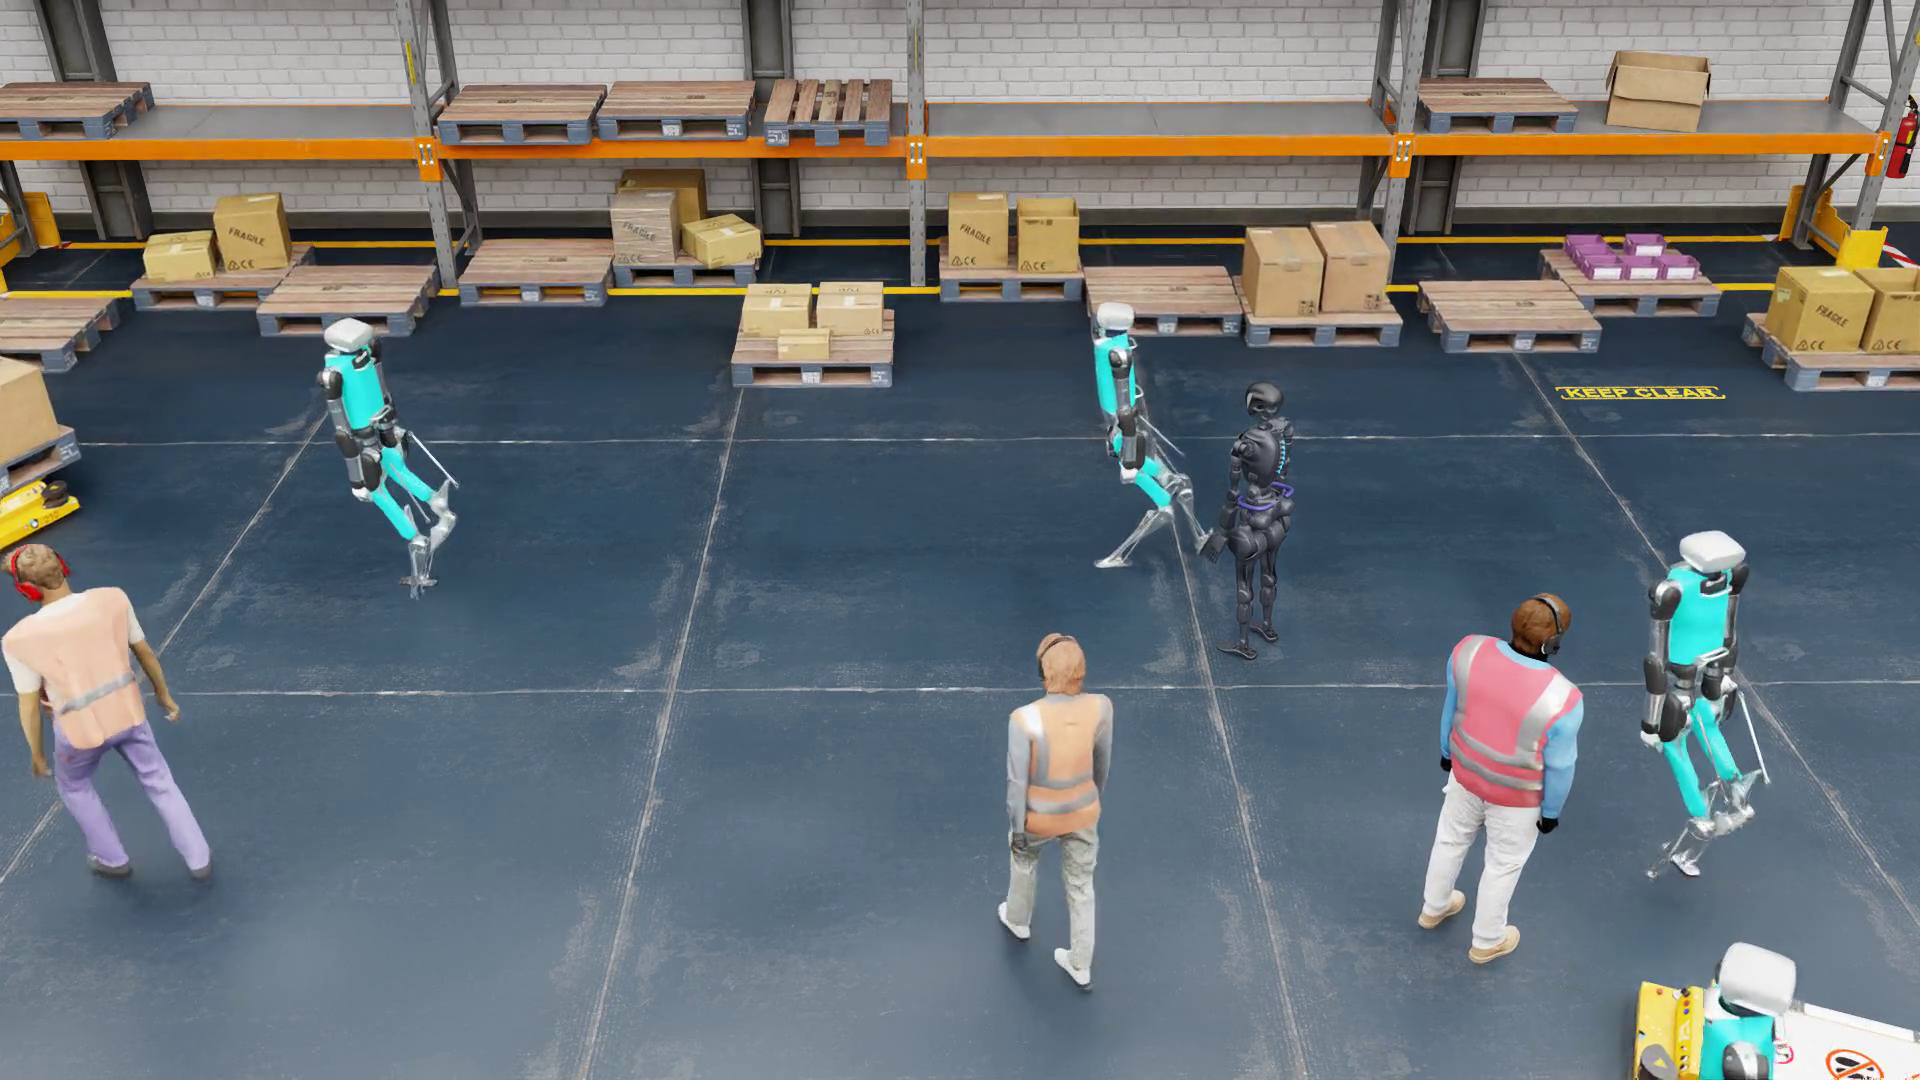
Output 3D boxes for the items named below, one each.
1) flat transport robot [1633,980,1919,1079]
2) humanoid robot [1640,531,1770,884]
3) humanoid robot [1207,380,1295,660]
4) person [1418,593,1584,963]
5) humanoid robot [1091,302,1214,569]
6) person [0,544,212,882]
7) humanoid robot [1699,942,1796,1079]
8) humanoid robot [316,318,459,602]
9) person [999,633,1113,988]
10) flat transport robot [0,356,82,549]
[{"bbox_3d":[3.507,2.205,6.740,1.431,0.231,0.659,12,33,19],"label":"flat transport robot"},{"bbox_3d":[3.419,0.883,7.579,0.549,1.832,0.737,-15,34,-23],"label":"humanoid robot"},{"bbox_3d":[1.636,-0.115,9.220,0.599,1.659,0.315,-27,40,-37],"label":"humanoid robot"},{"bbox_3d":[2.345,1.022,7.199,0.431,1.836,0.629,-24,38,-34],"label":"person"},{"bbox_3d":[1.240,-0.588,9.985,0.956,1.780,0.553,-4,31,-7],"label":"humanoid robot"},{"bbox_3d":[-3.906,0.826,7.546,0.673,1.798,0.671,20,37,30],"label":"person"},{"bbox_3d":[2.690,2.136,5.479,0.751,1.821,0.553,10,32,16],"label":"humanoid robot"},{"bbox_3d":[-3.261,-0.387,9.727,0.659,1.893,0.558,7,32,11],"label":"humanoid robot"},{"bbox_3d":[0.414,1.160,7.185,0.532,1.588,0.702,-11,33,-17],"label":"person"},{"bbox_3d":[-6.554,-0.293,10.900,1.431,0.231,0.659,15,34,23],"label":"flat transport robot"}]
